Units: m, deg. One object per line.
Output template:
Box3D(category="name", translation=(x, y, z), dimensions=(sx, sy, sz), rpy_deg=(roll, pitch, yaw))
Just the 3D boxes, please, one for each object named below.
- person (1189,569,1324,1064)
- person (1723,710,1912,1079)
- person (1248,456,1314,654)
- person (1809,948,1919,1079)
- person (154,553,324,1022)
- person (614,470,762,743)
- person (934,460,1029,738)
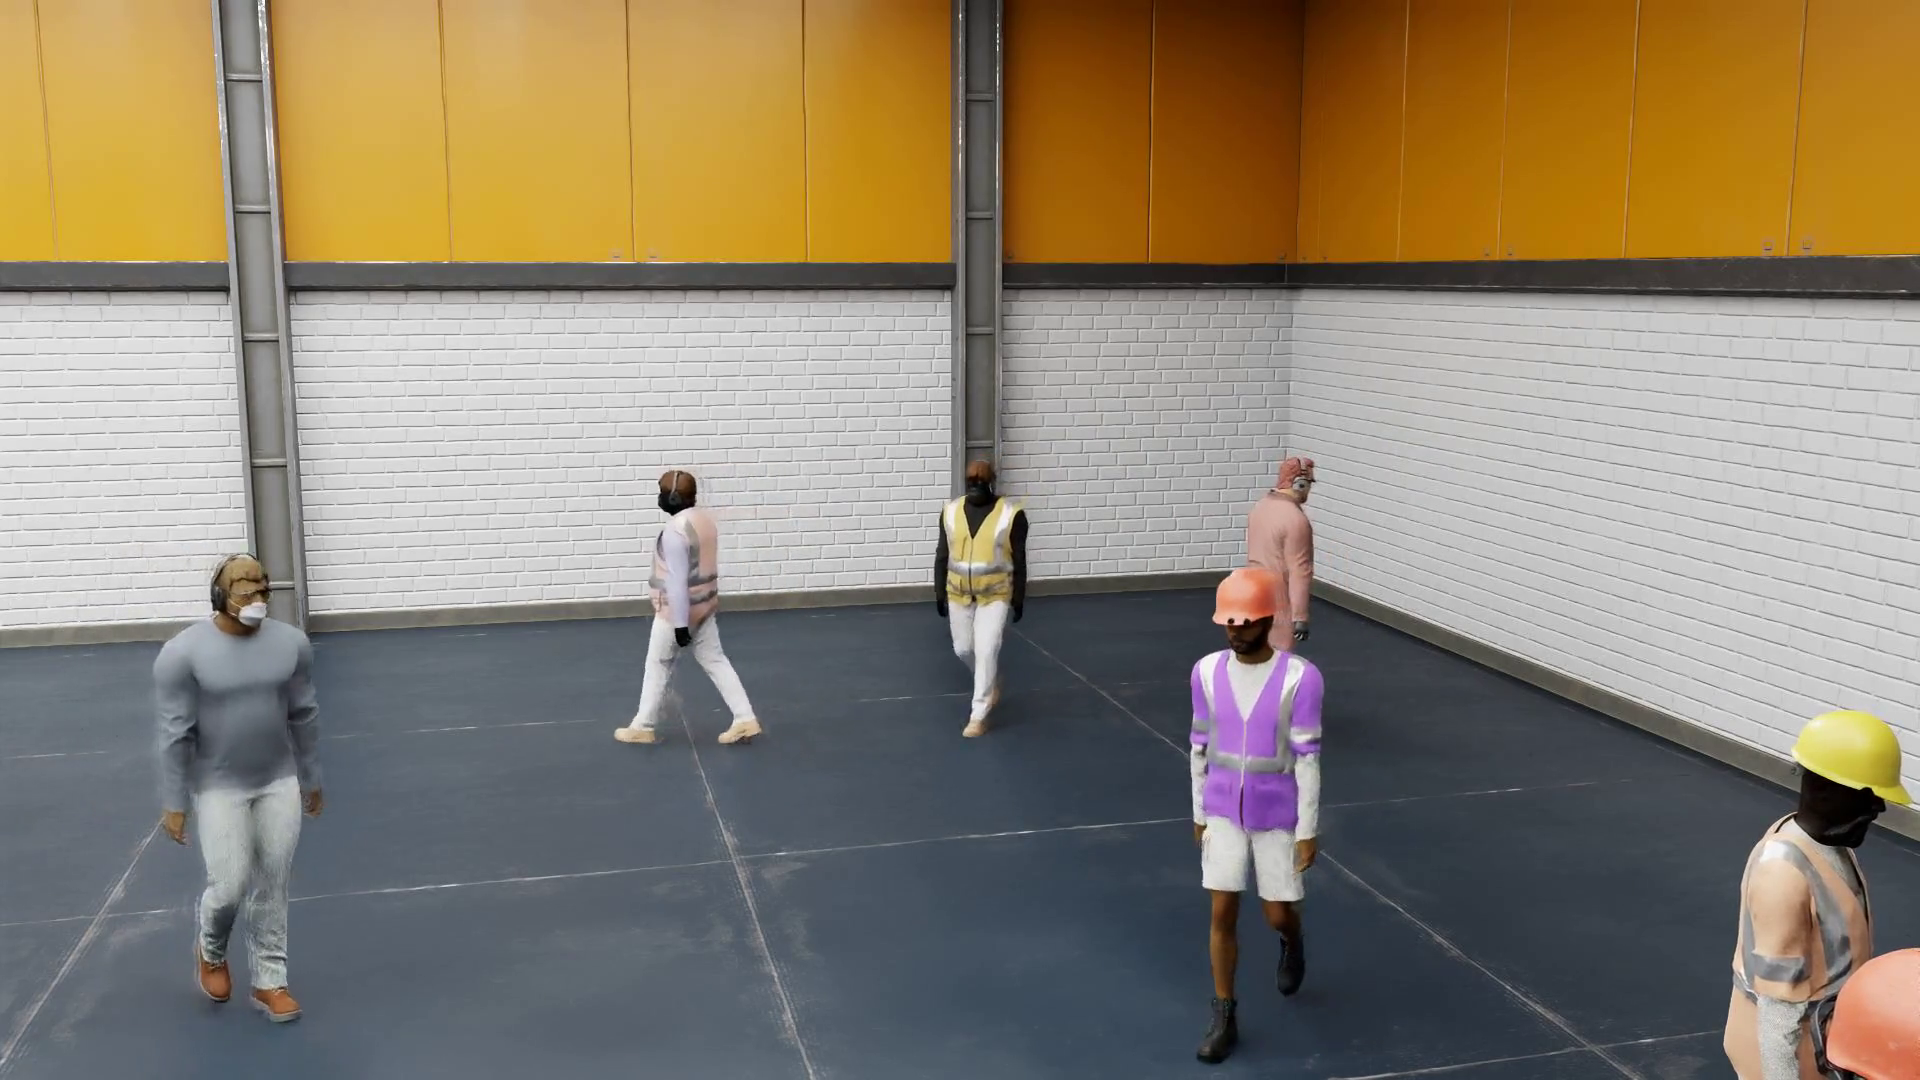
Box3D(category="person", translation=(1.176, 1.039, 6.556), dimensions=(0.556, 1.916, 0.723), rpy_deg=(5, 10, 27))
Box3D(category="person", translation=(2.239, 1.380, 4.409), dimensions=(0.378, 1.918, 0.585), rpy_deg=(6, 11, 34))
Box3D(category="person", translation=(2.056, 0.405, 10.620), dimensions=(0.399, 1.888, 0.666), rpy_deg=(-2, 9, -12))
Box3D(category="person", translation=(1.426, 1.610, 2.589), dimensions=(0.605, 2.044, 0.375), rpy_deg=(-7, 11, -37))
Box3D(category="person", translation=(-2.896, 1.001, 6.747), dimensions=(0.465, 1.928, 0.652), rpy_deg=(8, 12, 41))
Box3D(category="person", translation=(-1.737, 0.441, 10.663), dimensions=(0.978, 1.798, 0.635), rpy_deg=(3, 9, 16))
Box3D(category="person", translation=(0.149, 0.351, 11.156), dimensions=(0.636, 1.815, 0.817), rpy_deg=(3, 10, 20))
